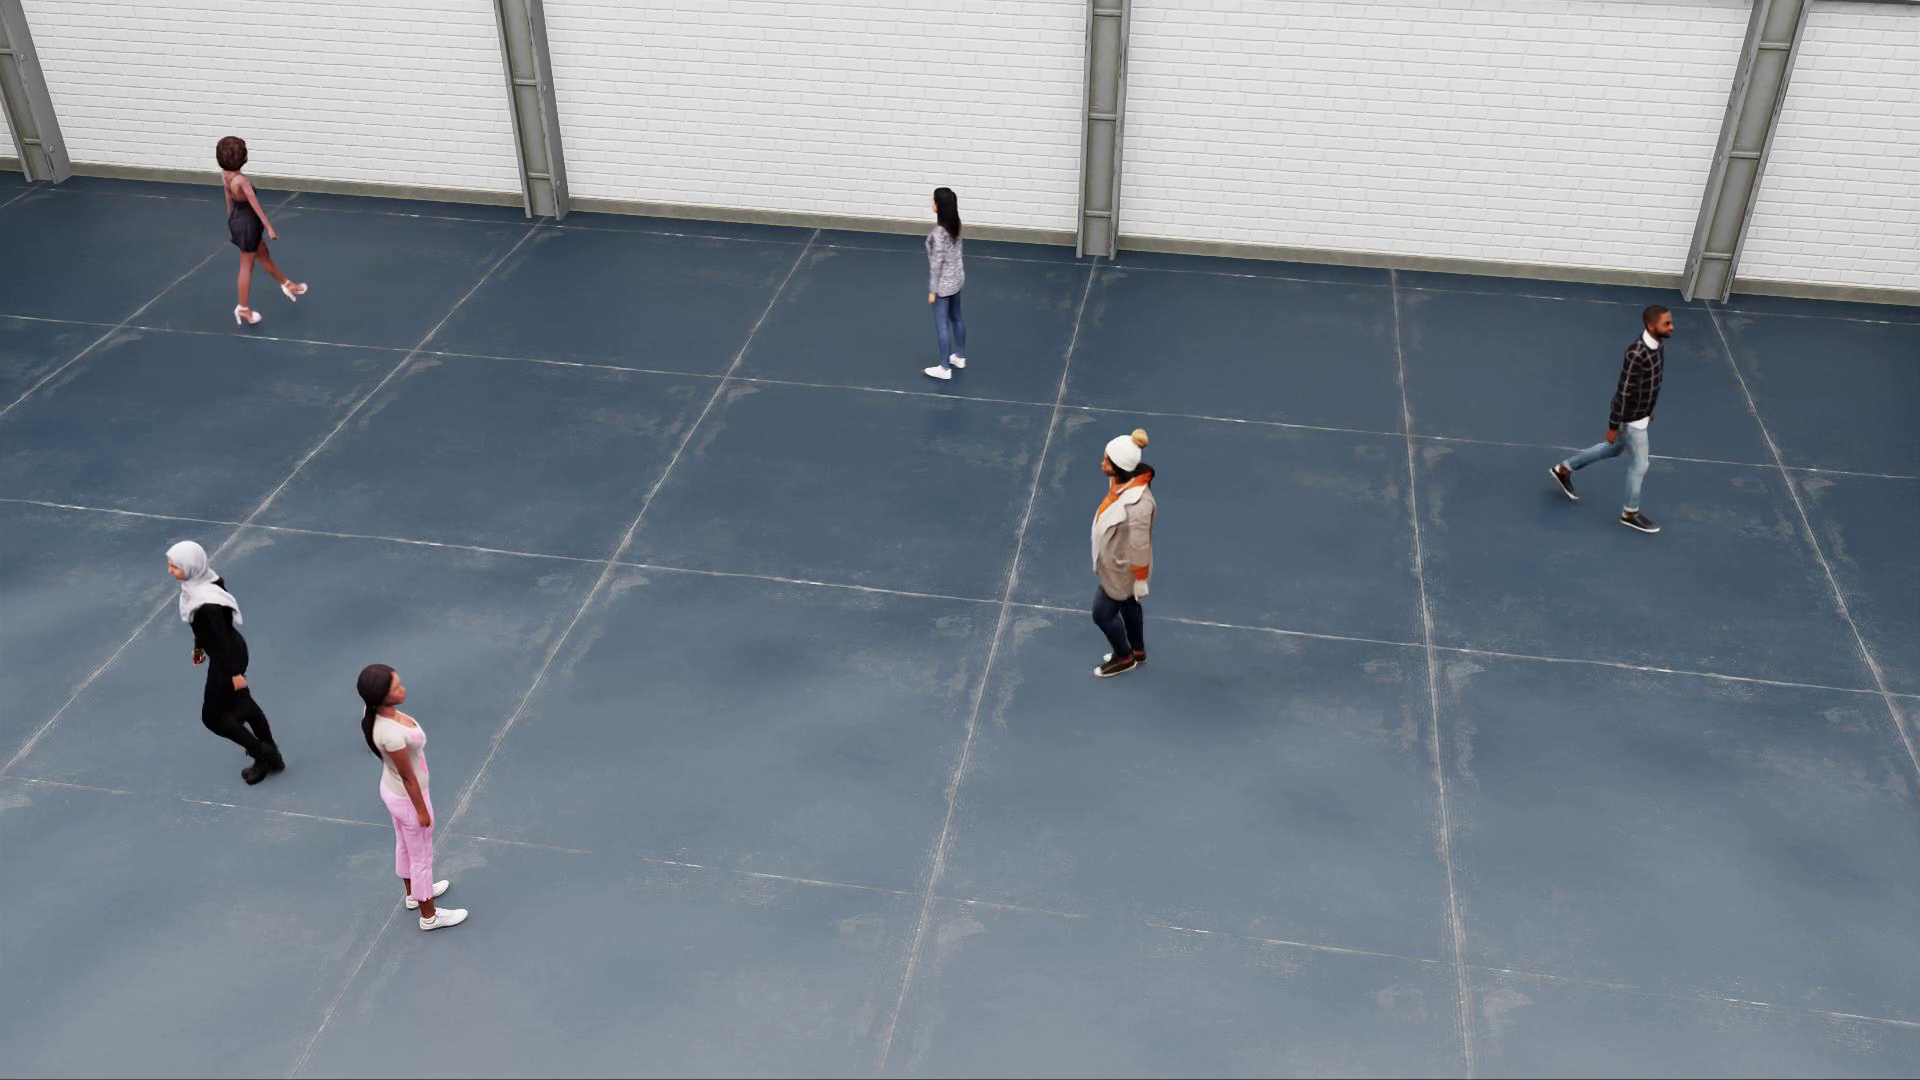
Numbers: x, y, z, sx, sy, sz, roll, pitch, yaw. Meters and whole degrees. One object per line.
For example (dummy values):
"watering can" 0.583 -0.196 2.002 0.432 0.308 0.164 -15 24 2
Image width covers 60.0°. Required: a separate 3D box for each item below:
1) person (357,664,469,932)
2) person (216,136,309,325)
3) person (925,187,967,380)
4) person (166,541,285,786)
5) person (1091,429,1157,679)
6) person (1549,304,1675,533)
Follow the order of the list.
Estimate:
"person" -3.034 1.395 9.095 0.712 1.742 0.651 -22 39 -29
"person" -6.702 -2.825 15.435 1.036 1.753 0.991 27 42 35
"person" -0.116 -2.270 14.618 0.623 1.732 0.667 16 37 23
"person" -4.344 0.725 10.082 0.768 1.765 0.723 -16 37 -22
"person" 1.194 0.093 10.931 0.740 1.878 0.766 -1 34 -2
"person" 5.001 -0.974 12.618 1.284 1.788 1.069 25 41 32
